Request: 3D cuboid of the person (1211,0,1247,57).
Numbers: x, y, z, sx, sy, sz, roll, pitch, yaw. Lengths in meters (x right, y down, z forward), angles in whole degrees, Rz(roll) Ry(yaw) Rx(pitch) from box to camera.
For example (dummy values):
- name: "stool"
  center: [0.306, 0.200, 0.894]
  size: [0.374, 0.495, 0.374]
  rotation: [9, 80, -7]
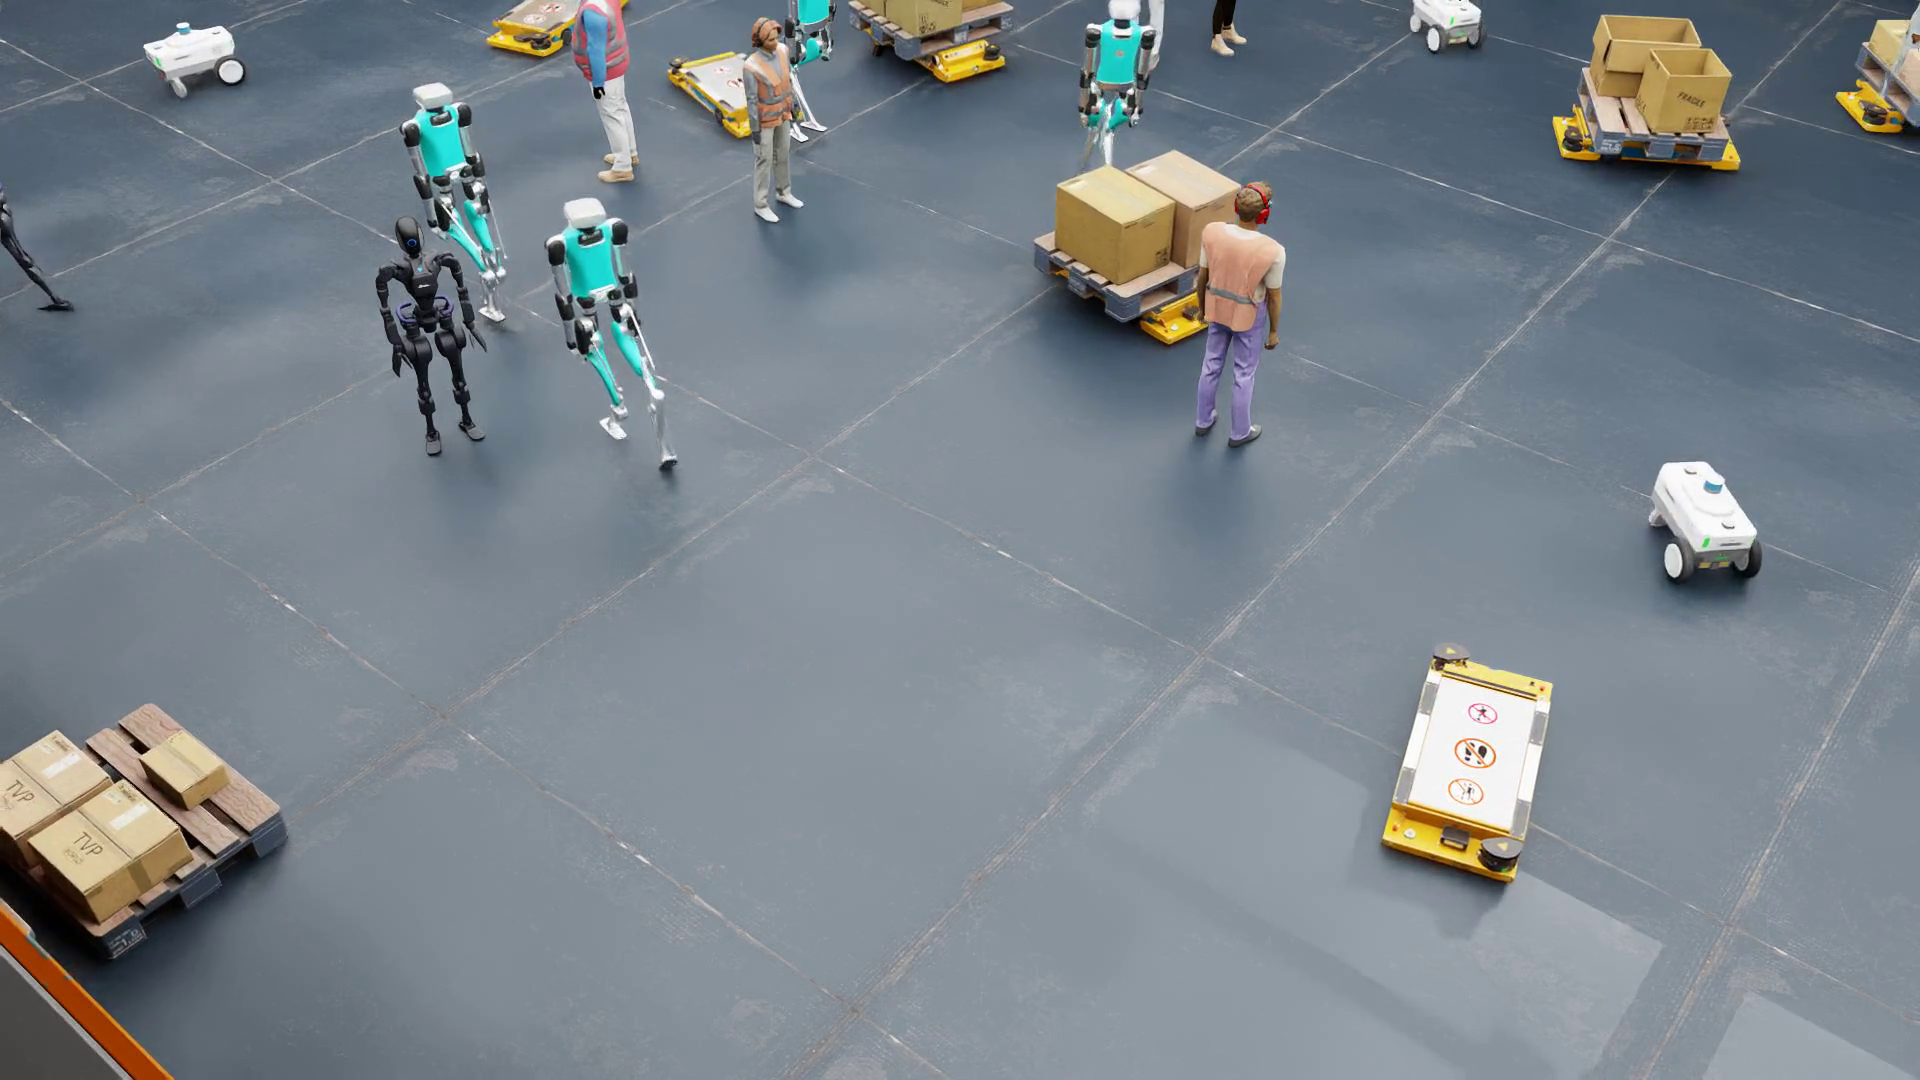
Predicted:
- name: "person"
  center: [2.530, -5.313, 15.225]
  size: [0.319, 1.696, 0.531]
  rotation: [22, 45, 24]

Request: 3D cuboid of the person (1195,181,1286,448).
- name: "person"
  center: [1.745, -1.400, 10.507]
  size: [0.568, 1.844, 0.379]
  rotation: [24, 46, 25]

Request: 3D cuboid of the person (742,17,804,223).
- name: "person"
  center: [-1.460, -3.251, 12.852]
  size: [0.311, 1.629, 0.515]
  rotation: [22, 45, 24]

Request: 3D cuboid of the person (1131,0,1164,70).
- name: "person"
  center: [1.674, -5.170, 14.915]
  size: [0.575, 1.881, 0.350]
  rotation: [23, 46, 25]

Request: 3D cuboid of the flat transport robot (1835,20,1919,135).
- name: "flat transport robot"
  center: [8.517, -3.790, 14.537]
  size: [1.431, 0.231, 0.659]
  rotation: [0, 40, 0]

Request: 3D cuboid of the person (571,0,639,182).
- name: "person"
  center: [-2.860, -3.773, 13.315]
  size: [0.431, 1.836, 0.628]
  rotation: [0, 40, 0]

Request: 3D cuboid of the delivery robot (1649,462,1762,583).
- name: "delivery robot"
  center: [4.472, -0.114, 9.994]
  size: [0.510, 0.597, 0.769]
  rotation: [-4, 40, -4]

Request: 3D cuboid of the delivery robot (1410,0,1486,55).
- name: "delivery robot"
  center: [4.593, -4.931, 15.673]
  size: [0.499, 0.614, 0.808]
  rotation: [-11, 42, -13]

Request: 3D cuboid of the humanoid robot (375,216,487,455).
- name: "humanoid robot"
  center: [-3.329, -1.307, 10.517]
  size: [0.599, 1.657, 0.315]
  rotation: [-20, 44, -22]

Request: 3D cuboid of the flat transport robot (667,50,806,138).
- name: "flat transport robot"
  center: [-2.001, -3.992, 14.774]
  size: [0.659, 0.231, 1.431]
  rotation: [-22, 45, -24]

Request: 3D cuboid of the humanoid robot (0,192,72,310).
- name: "humanoid robot"
  center: [-6.932, -2.304, 11.738]
  size: [0.791, 1.621, 0.589]
  rotation: [1, 40, 2]

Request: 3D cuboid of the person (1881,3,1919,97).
- name: "person"
  center: [8.219, -4.365, 14.076]
  size: [0.486, 1.742, 0.294]
  rotation: [-26, 47, -27]

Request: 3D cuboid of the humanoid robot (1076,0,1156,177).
- name: "humanoid robot"
  center: [1.155, -3.487, 13.042]
  size: [0.608, 1.771, 0.864]
  rotation: [0, 40, 0]

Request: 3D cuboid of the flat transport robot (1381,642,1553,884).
- name: "flat transport robot"
  center: [2.692, 1.136, 8.742]
  size: [0.659, 0.231, 1.431]
  rotation: [15, 43, 17]

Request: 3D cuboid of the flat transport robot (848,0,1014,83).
- name: "flat transport robot"
  center: [-0.260, -4.697, 15.604]
  size: [0.659, 0.231, 1.431]
  rotation: [-24, 46, -26]

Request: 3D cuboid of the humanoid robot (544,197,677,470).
- name: "humanoid robot"
  center: [-2.083, -1.185, 10.353]
  size: [0.538, 1.766, 0.964]
  rotation: [-25, 46, -26]

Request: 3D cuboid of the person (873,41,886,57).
- name: "person"
  center: [-0.580, -5.255, 15.112]
  size: [0.524, 1.755, 0.346]
  rotation: [2, 40, 3]

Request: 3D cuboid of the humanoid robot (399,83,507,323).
- name: "humanoid robot"
  center: [-3.390, -2.247, 11.613]
  size: [0.817, 1.796, 0.543]
  rotation: [29, 48, 30]

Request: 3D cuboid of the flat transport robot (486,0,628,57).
- name: "flat transport robot"
  center: [-3.873, -5.055, 16.025]
  size: [0.659, 0.231, 1.431]
  rotation: [16, 43, 18]

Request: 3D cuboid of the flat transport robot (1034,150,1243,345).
- name: "flat transport robot"
  center: [1.305, -1.932, 12.350]
  size: [0.659, 0.231, 1.431]
  rotation: [-27, 47, -28]

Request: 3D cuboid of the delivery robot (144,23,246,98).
- name: "delivery robot"
  center: [-6.878, -4.356, 14.996]
  size: [0.785, 0.614, 0.510]
  rotation: [-26, 47, -28]

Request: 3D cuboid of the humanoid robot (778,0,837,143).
- name: "humanoid robot"
  center: [-1.370, -4.159, 13.734]
  size: [0.735, 1.677, 0.533]
  rotation: [29, 48, 30]

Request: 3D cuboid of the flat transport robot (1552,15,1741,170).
- name: "flat transport robot"
  center: [5.808, -3.415, 14.096]
  size: [1.431, 0.231, 0.659]
  rotation: [6, 41, 6]
